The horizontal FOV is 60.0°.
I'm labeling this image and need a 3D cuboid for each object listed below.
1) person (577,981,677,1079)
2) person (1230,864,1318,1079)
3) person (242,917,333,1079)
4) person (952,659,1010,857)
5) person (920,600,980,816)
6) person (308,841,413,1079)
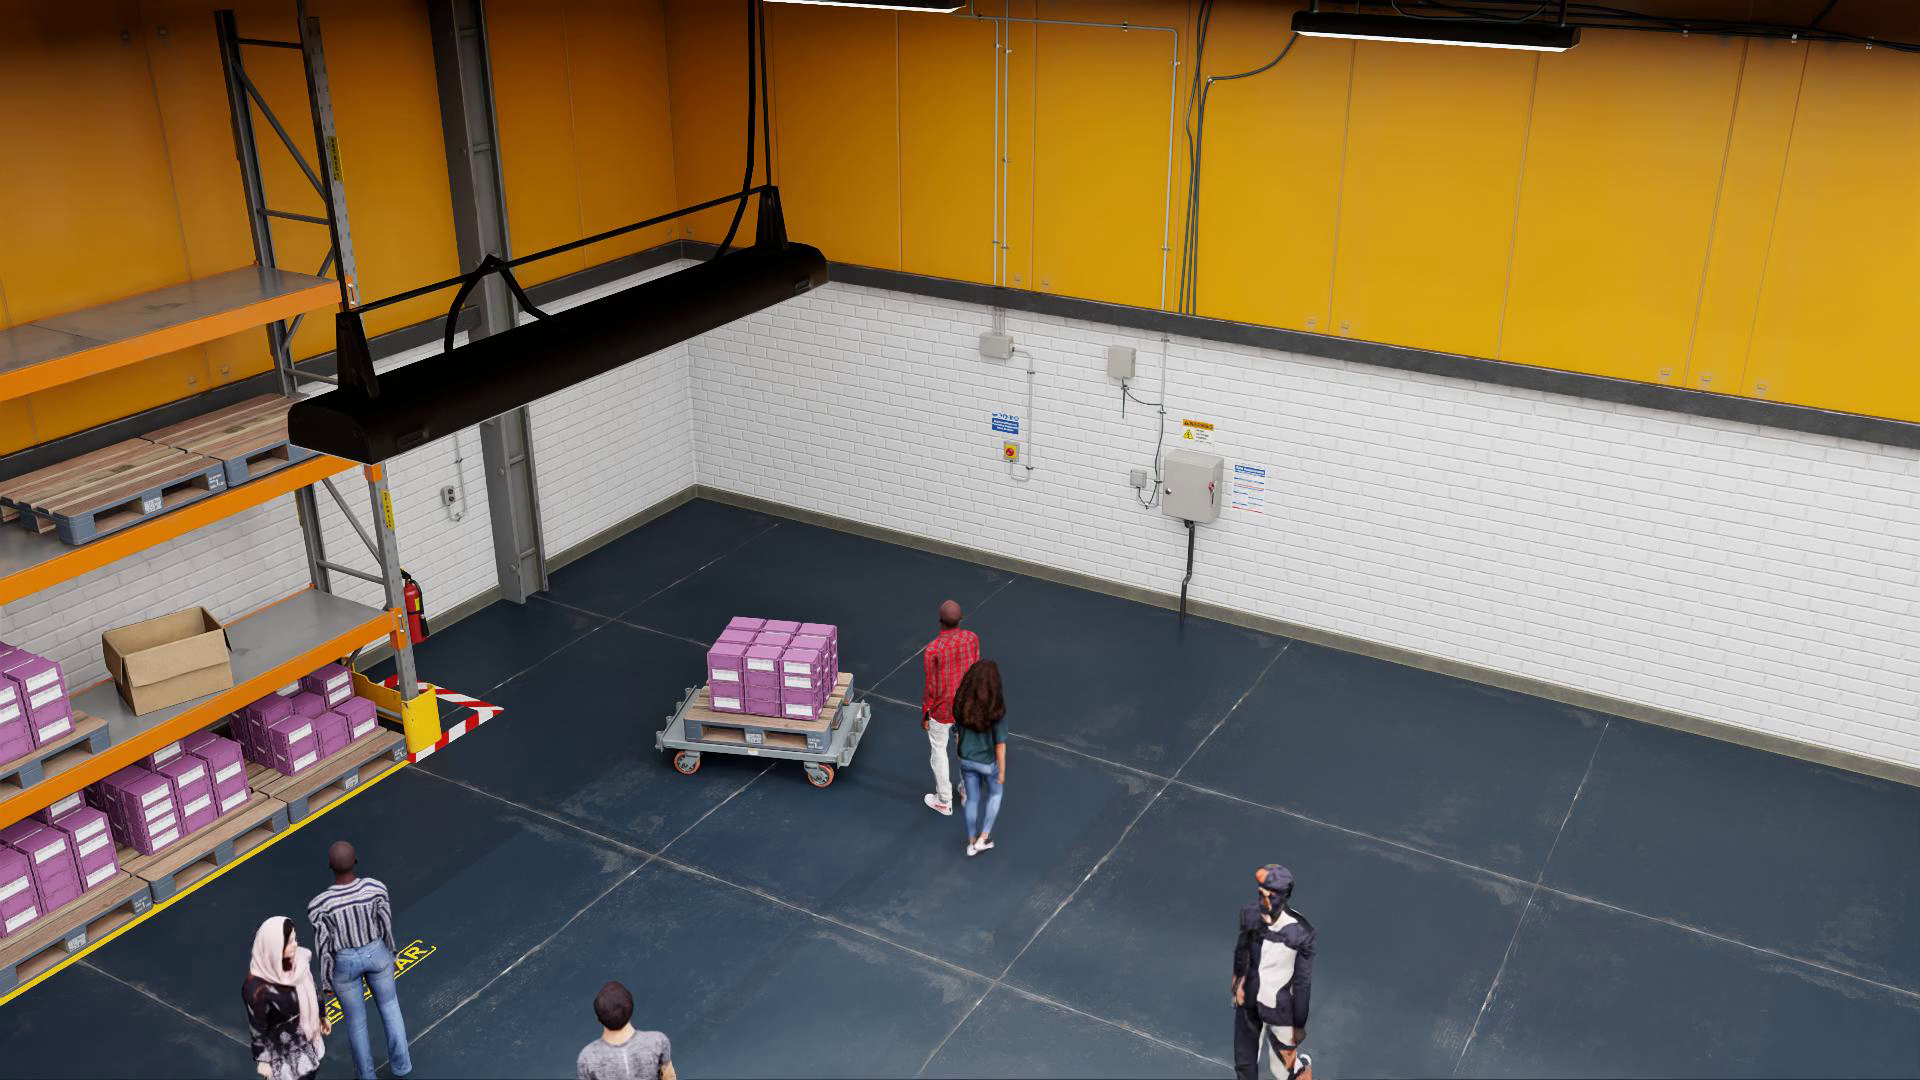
[{"bbox_3d":[-1.705,3.167,8.769,1.124,1.844,1.204,-5,24,-12],"label":"person"},{"bbox_3d":[1.868,2.710,9.772,0.799,1.877,1.038,19,30,37],"label":"person"},{"bbox_3d":[-3.989,2.888,9.698,0.808,1.611,0.733,6,24,13],"label":"person"},{"bbox_3d":[0.114,1.682,12.467,0.640,1.603,0.621,8,25,17],"label":"person"},{"bbox_3d":[-0.070,1.297,13.079,0.696,1.819,0.813,-12,26,-26],"label":"person"},{"bbox_3d":[-3.637,2.605,10.115,0.613,1.796,0.753,-16,28,-32],"label":"person"}]
